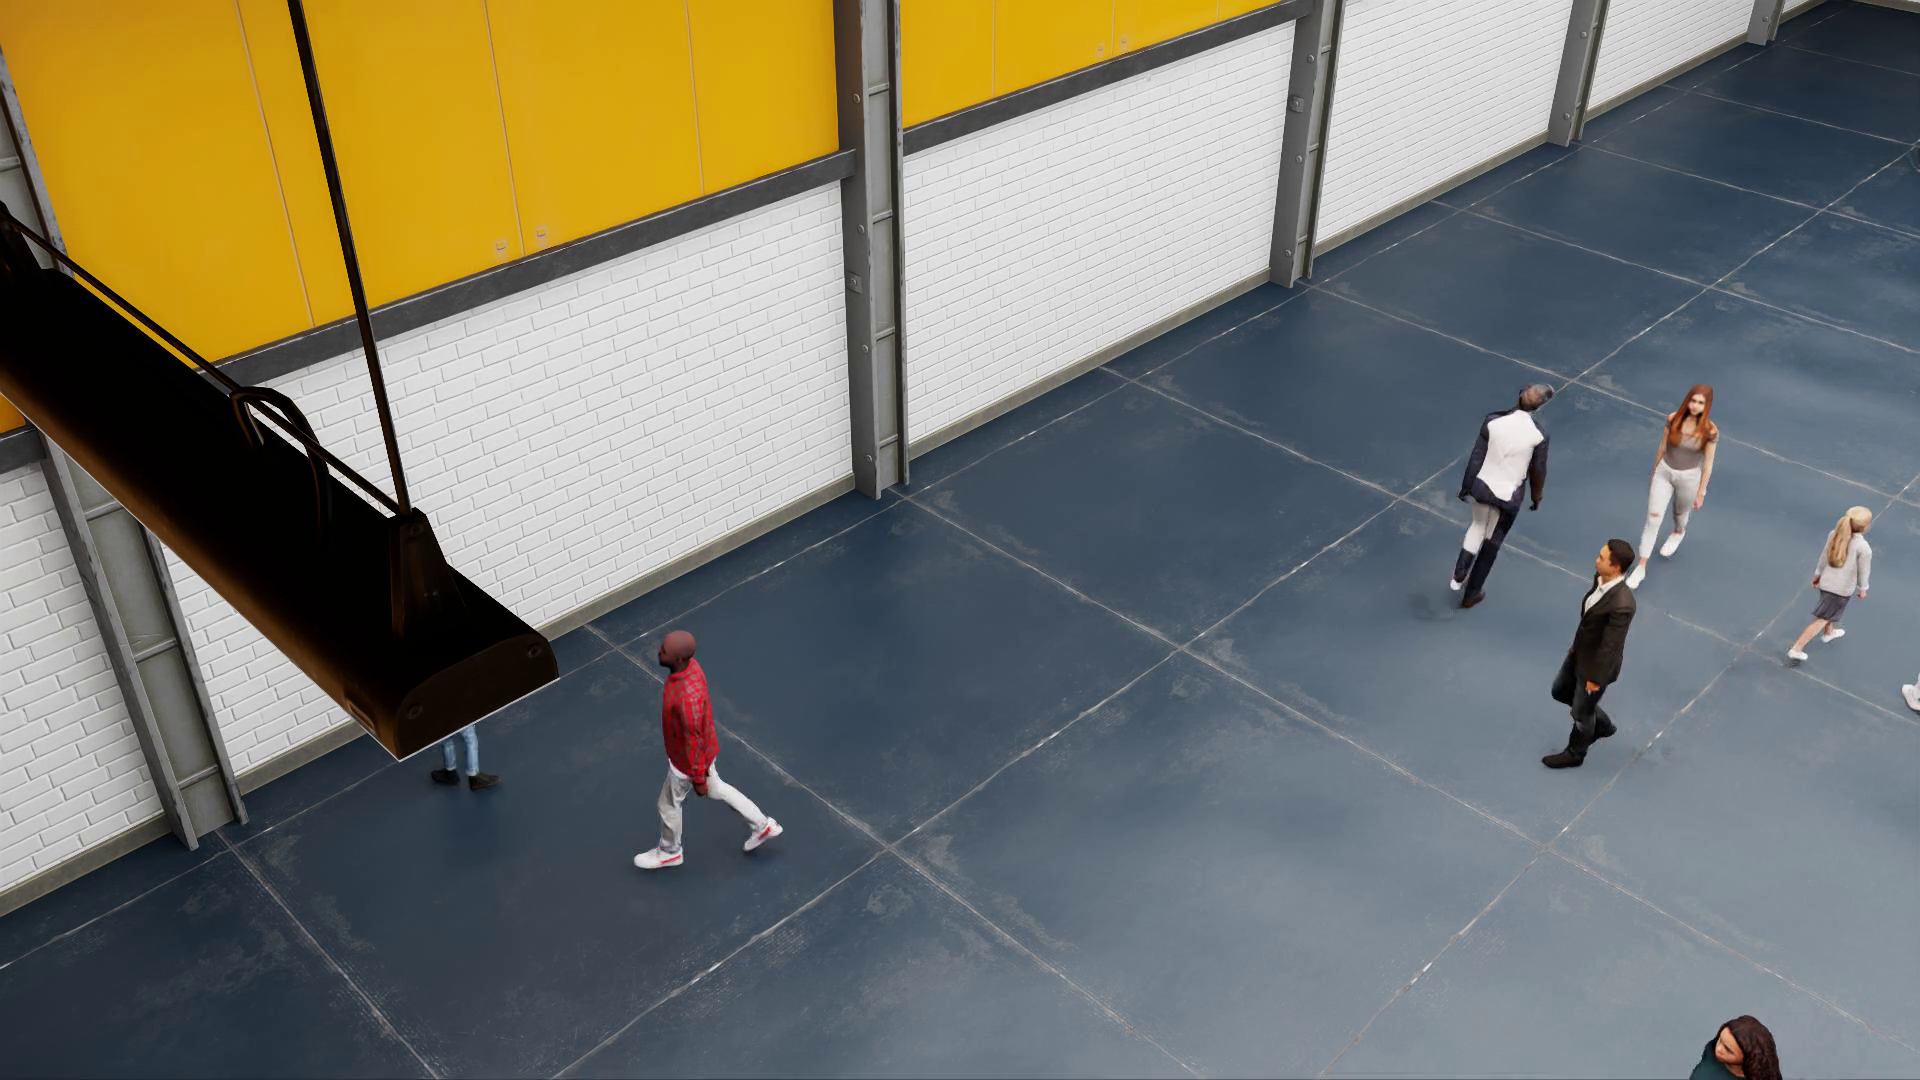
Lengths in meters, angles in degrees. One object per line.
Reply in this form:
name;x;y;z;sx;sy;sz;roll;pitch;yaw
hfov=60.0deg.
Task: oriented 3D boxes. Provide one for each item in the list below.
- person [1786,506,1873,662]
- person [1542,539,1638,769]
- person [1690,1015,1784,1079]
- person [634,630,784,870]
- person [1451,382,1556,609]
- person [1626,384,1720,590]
person;6.338;0.338;12.081;0.952;1.250;0.741;-12;35;-17
person;4.262;0.776;10.937;0.935;1.789;0.878;-2;34;-3
person;3.657;2.858;7.973;1.009;1.602;0.874;-7;34;-11
person;-1.545;1.276;10.169;1.270;1.806;1.143;-3;34;-5
person;4.009;-0.316;12.521;0.741;1.852;0.748;16;37;22
person;5.604;-0.484;12.923;0.678;1.689;1.155;25;41;33
